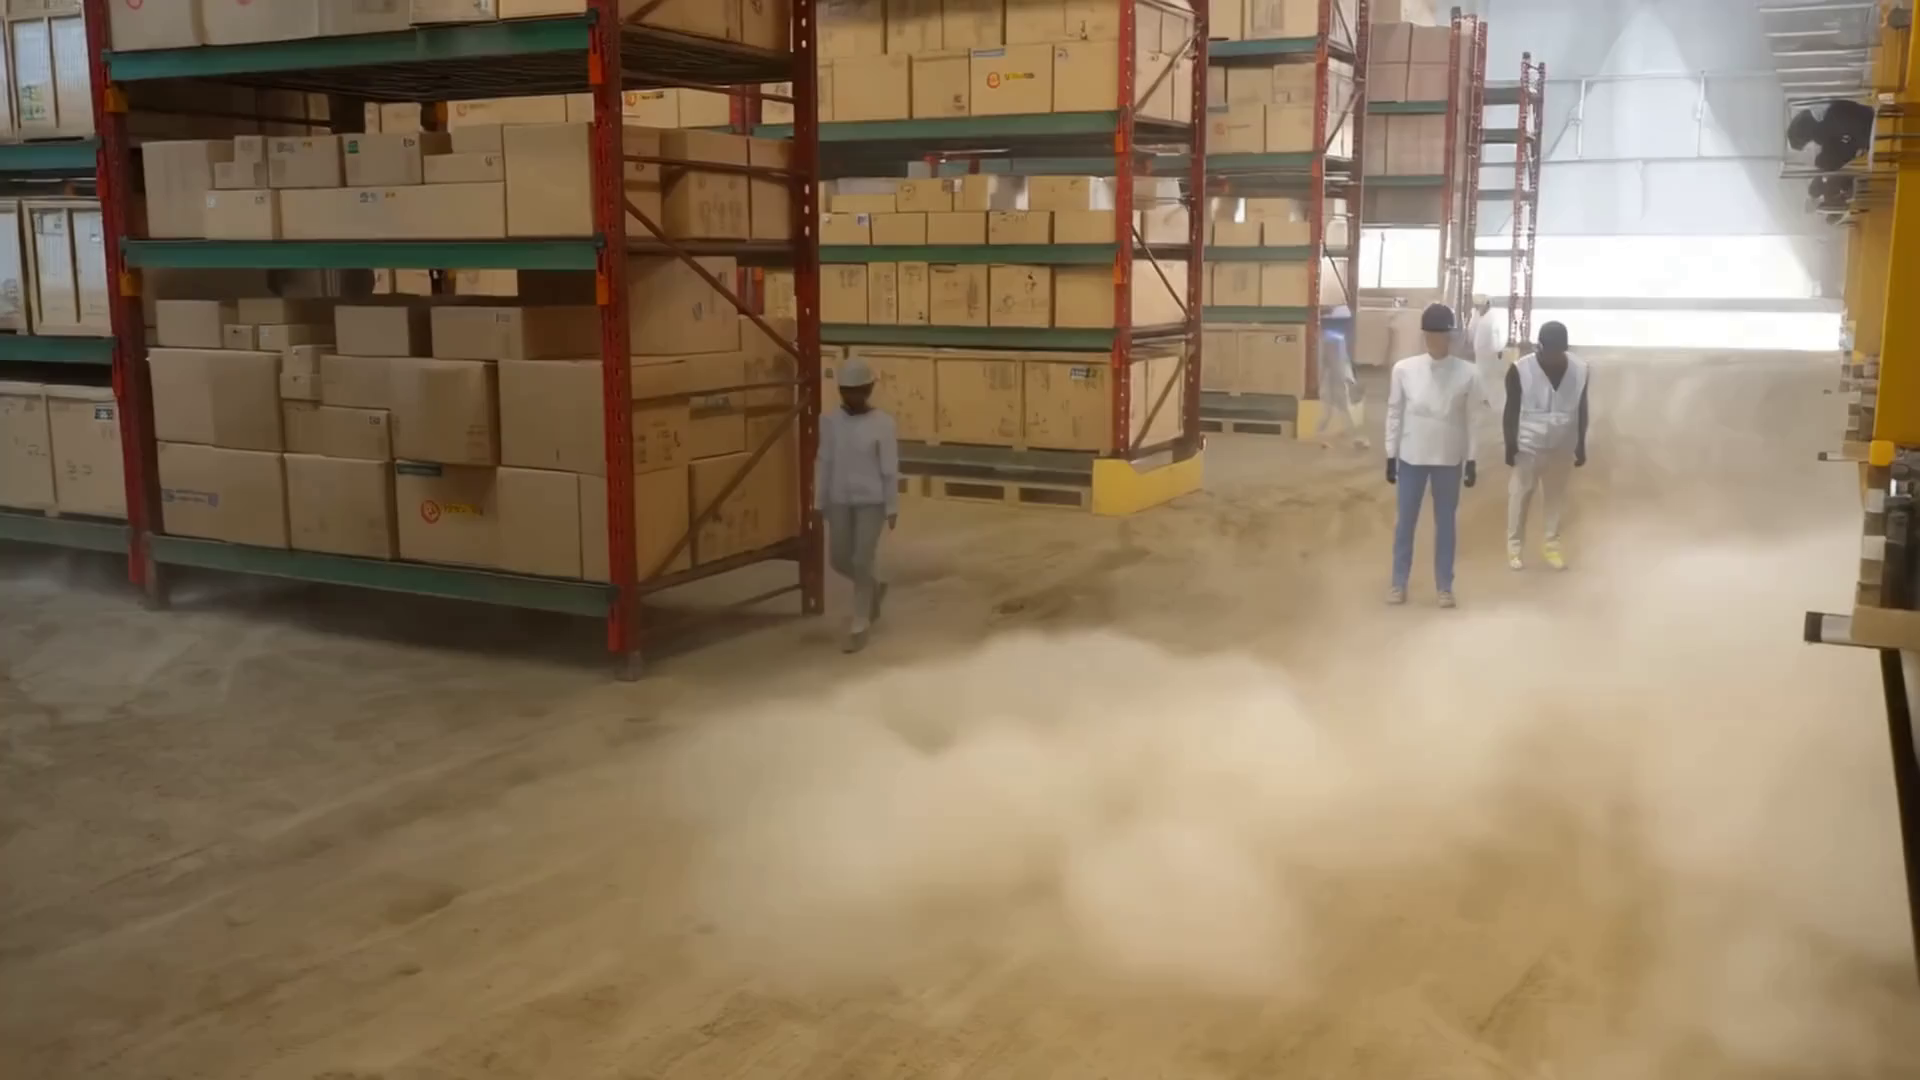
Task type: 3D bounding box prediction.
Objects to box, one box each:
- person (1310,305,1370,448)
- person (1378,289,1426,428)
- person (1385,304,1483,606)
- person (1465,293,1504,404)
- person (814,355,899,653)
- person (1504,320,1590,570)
[{"bbox_3d":[4.560,-1.938,19.848,0.762,1.713,0.493,1,10,4],"label":"person"},{"bbox_3d":[5.542,-2.121,20.387,0.746,1.881,0.891,6,11,31],"label":"person"},{"bbox_3d":[3.117,-0.552,10.998,0.608,1.996,0.380,3,10,15],"label":"person"},{"bbox_3d":[8.149,-2.979,25.879,0.526,1.711,0.584,-8,12,-38],"label":"person"},{"bbox_3d":[-0.588,-0.243,9.922,0.521,1.739,0.663,4,11,22],"label":"person"},{"bbox_3d":[4.316,-0.690,12.245,0.624,1.844,0.430,0,10,0],"label":"person"}]
